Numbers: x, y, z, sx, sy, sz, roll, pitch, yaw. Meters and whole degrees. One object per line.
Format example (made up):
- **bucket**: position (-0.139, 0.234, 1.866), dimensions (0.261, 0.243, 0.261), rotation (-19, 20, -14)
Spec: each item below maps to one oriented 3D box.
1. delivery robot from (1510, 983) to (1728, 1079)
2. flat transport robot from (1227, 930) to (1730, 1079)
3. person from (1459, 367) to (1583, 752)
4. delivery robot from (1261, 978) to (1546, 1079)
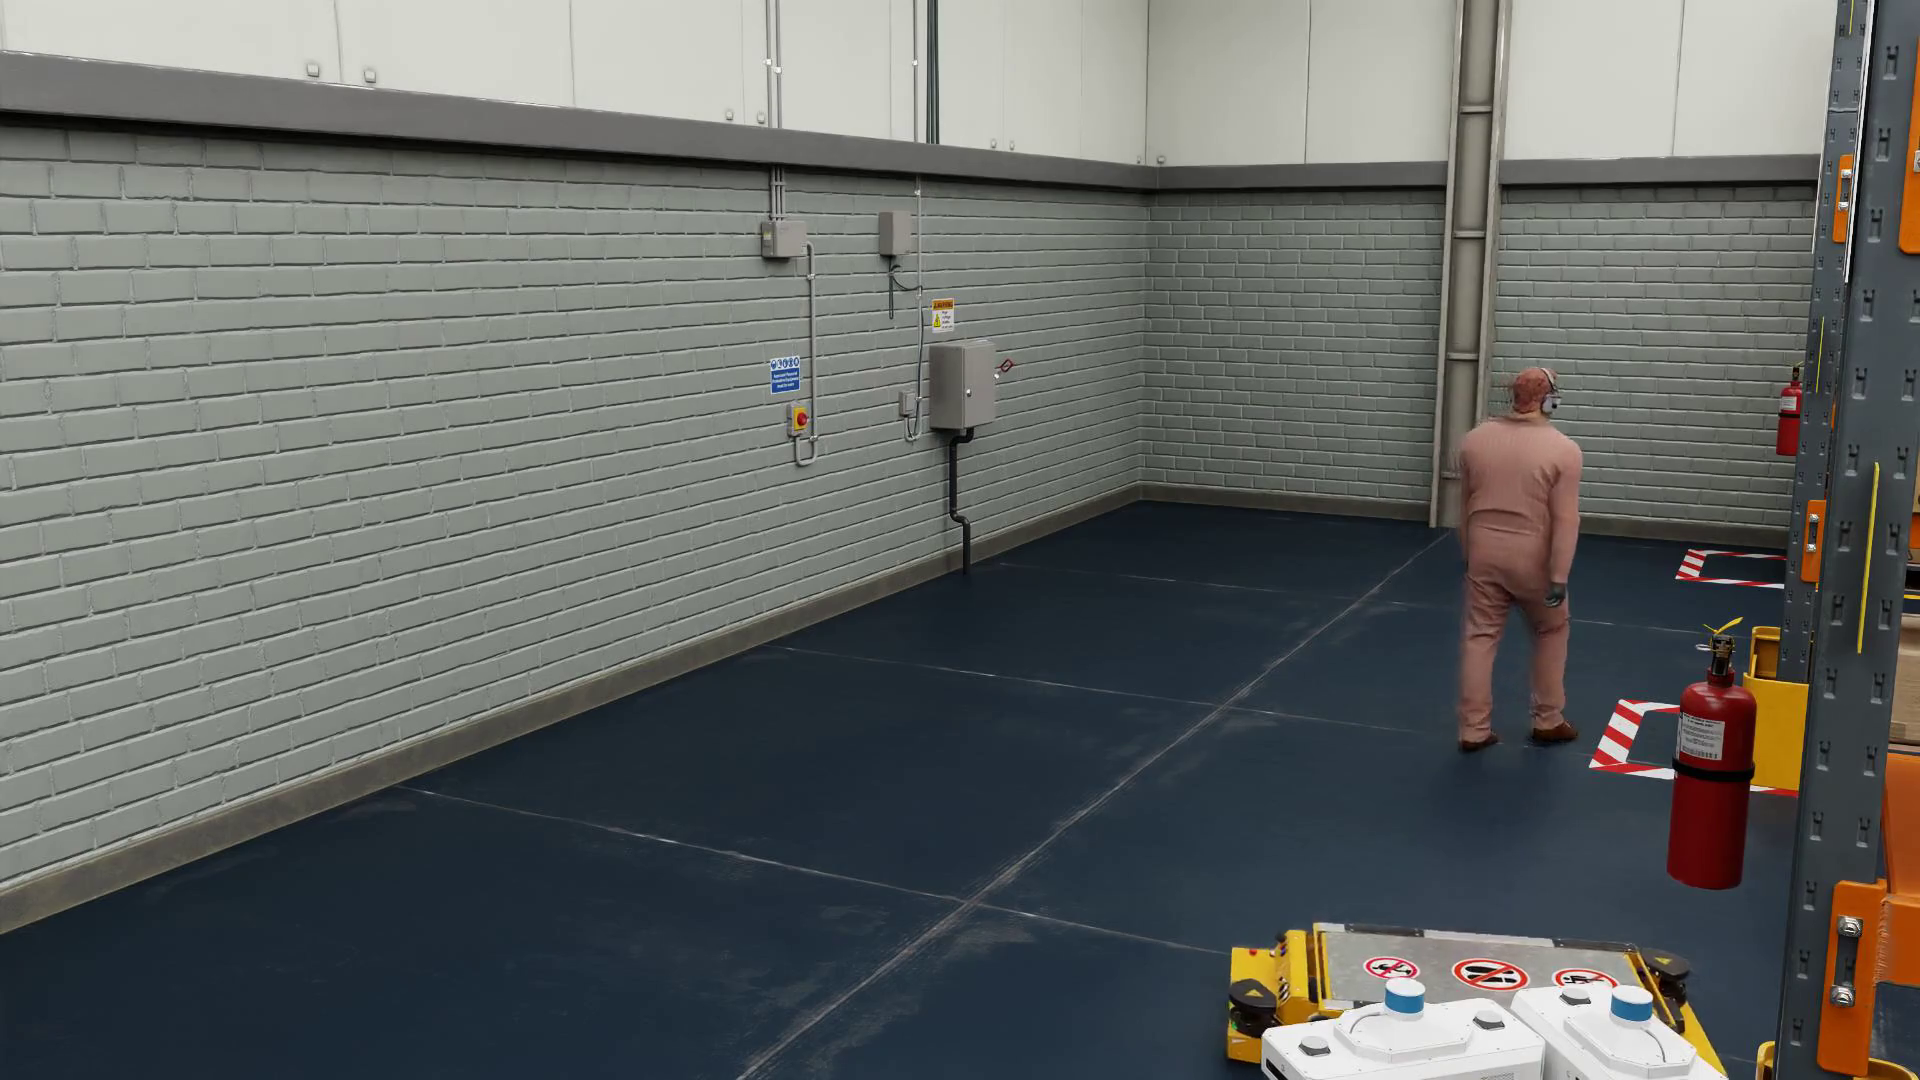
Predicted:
- **delivery robot**: position (1.743, 1.411, 4.348), dimensions (0.477, 0.478, 0.707), rotation (-2, 11, -10)
- **flat transport robot**: position (1.568, 1.444, 5.198), dimensions (1.431, 0.197, 0.652), rotation (2, 11, 10)
- **person**: position (2.766, 0.096, 8.174), dimensions (0.668, 1.880, 0.776), rotation (10, 14, 43)
- **delivery robot**: position (1.164, 1.403, 4.394), dimensions (0.707, 0.478, 0.477), rotation (-3, 11, -16)
